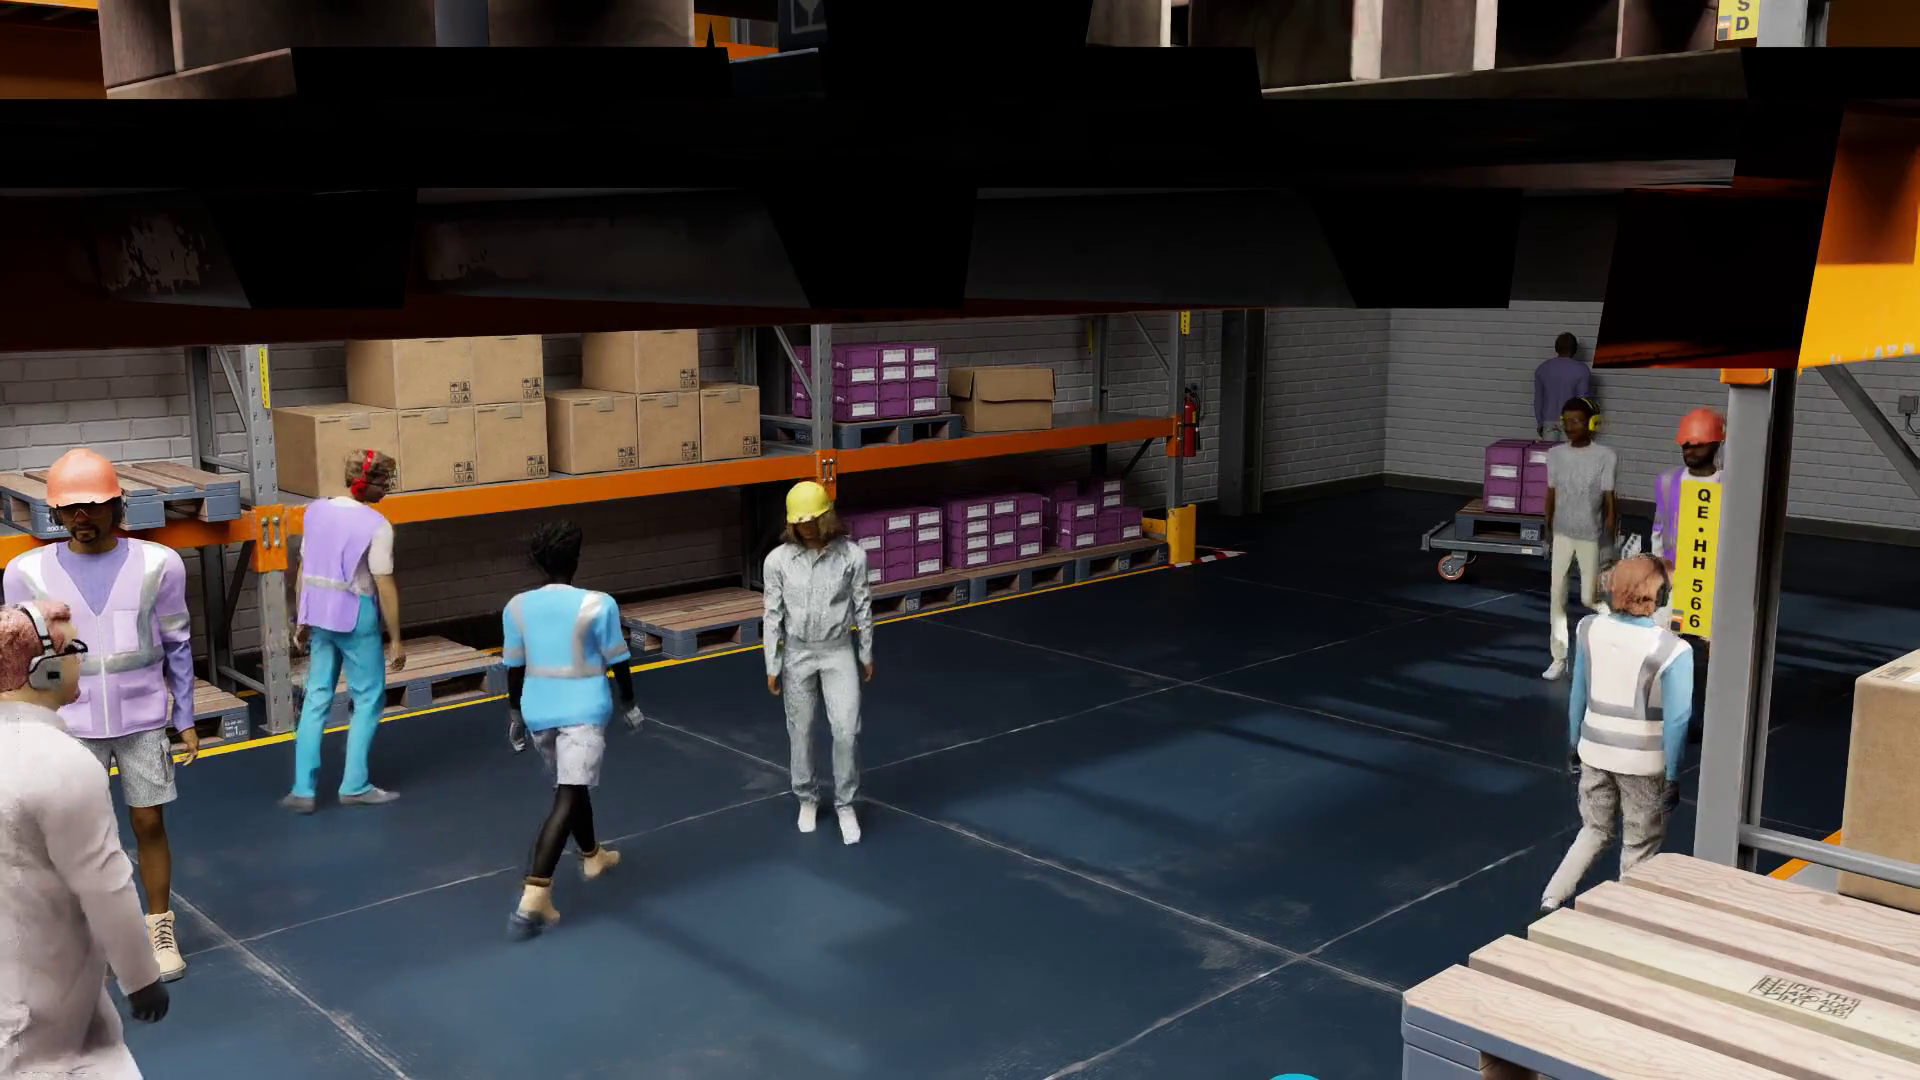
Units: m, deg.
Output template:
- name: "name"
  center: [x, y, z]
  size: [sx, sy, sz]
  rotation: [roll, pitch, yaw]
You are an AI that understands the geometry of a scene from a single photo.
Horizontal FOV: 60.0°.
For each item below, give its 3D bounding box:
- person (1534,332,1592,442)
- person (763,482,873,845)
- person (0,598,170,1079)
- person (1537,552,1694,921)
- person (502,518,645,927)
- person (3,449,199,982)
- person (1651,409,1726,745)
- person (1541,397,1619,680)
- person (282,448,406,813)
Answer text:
- name: "person"
  center: [6.390, -1.232, 17.650]
  size: [0.372, 1.940, 0.630]
  rotation: [-8, 13, -41]
- name: "person"
  center: [-0.659, 0.571, 7.768]
  size: [0.507, 1.708, 0.622]
  rotation: [-1, 10, -5]
- name: "person"
  center: [-2.403, 1.074, 4.410]
  size: [0.670, 1.852, 1.017]
  rotation: [7, 12, 36]
- name: "person"
  center: [2.506, 0.853, 6.343]
  size: [0.549, 1.623, 0.528]
  rotation: [-6, 12, -33]
- name: "person"
  center: [-1.668, 0.739, 6.949]
  size: [0.535, 1.658, 0.883]
  rotation: [4, 10, 21]
- name: "person"
  center: [-3.166, 0.676, 6.176]
  size: [0.615, 2.041, 0.385]
  rotation: [-5, 11, -26]
- name: "person"
  center: [3.974, 0.245, 9.113]
  size: [0.930, 1.896, 0.569]
  rotation: [-9, 13, -42]
- name: "person"
  center: [4.082, -0.030, 10.882]
  size: [0.534, 1.845, 0.732]
  rotation: [9, 13, 42]
- name: "person"
  center: [-3.064, 0.456, 8.183]
  size: [0.653, 1.806, 0.525]
  rotation: [5, 11, 25]
